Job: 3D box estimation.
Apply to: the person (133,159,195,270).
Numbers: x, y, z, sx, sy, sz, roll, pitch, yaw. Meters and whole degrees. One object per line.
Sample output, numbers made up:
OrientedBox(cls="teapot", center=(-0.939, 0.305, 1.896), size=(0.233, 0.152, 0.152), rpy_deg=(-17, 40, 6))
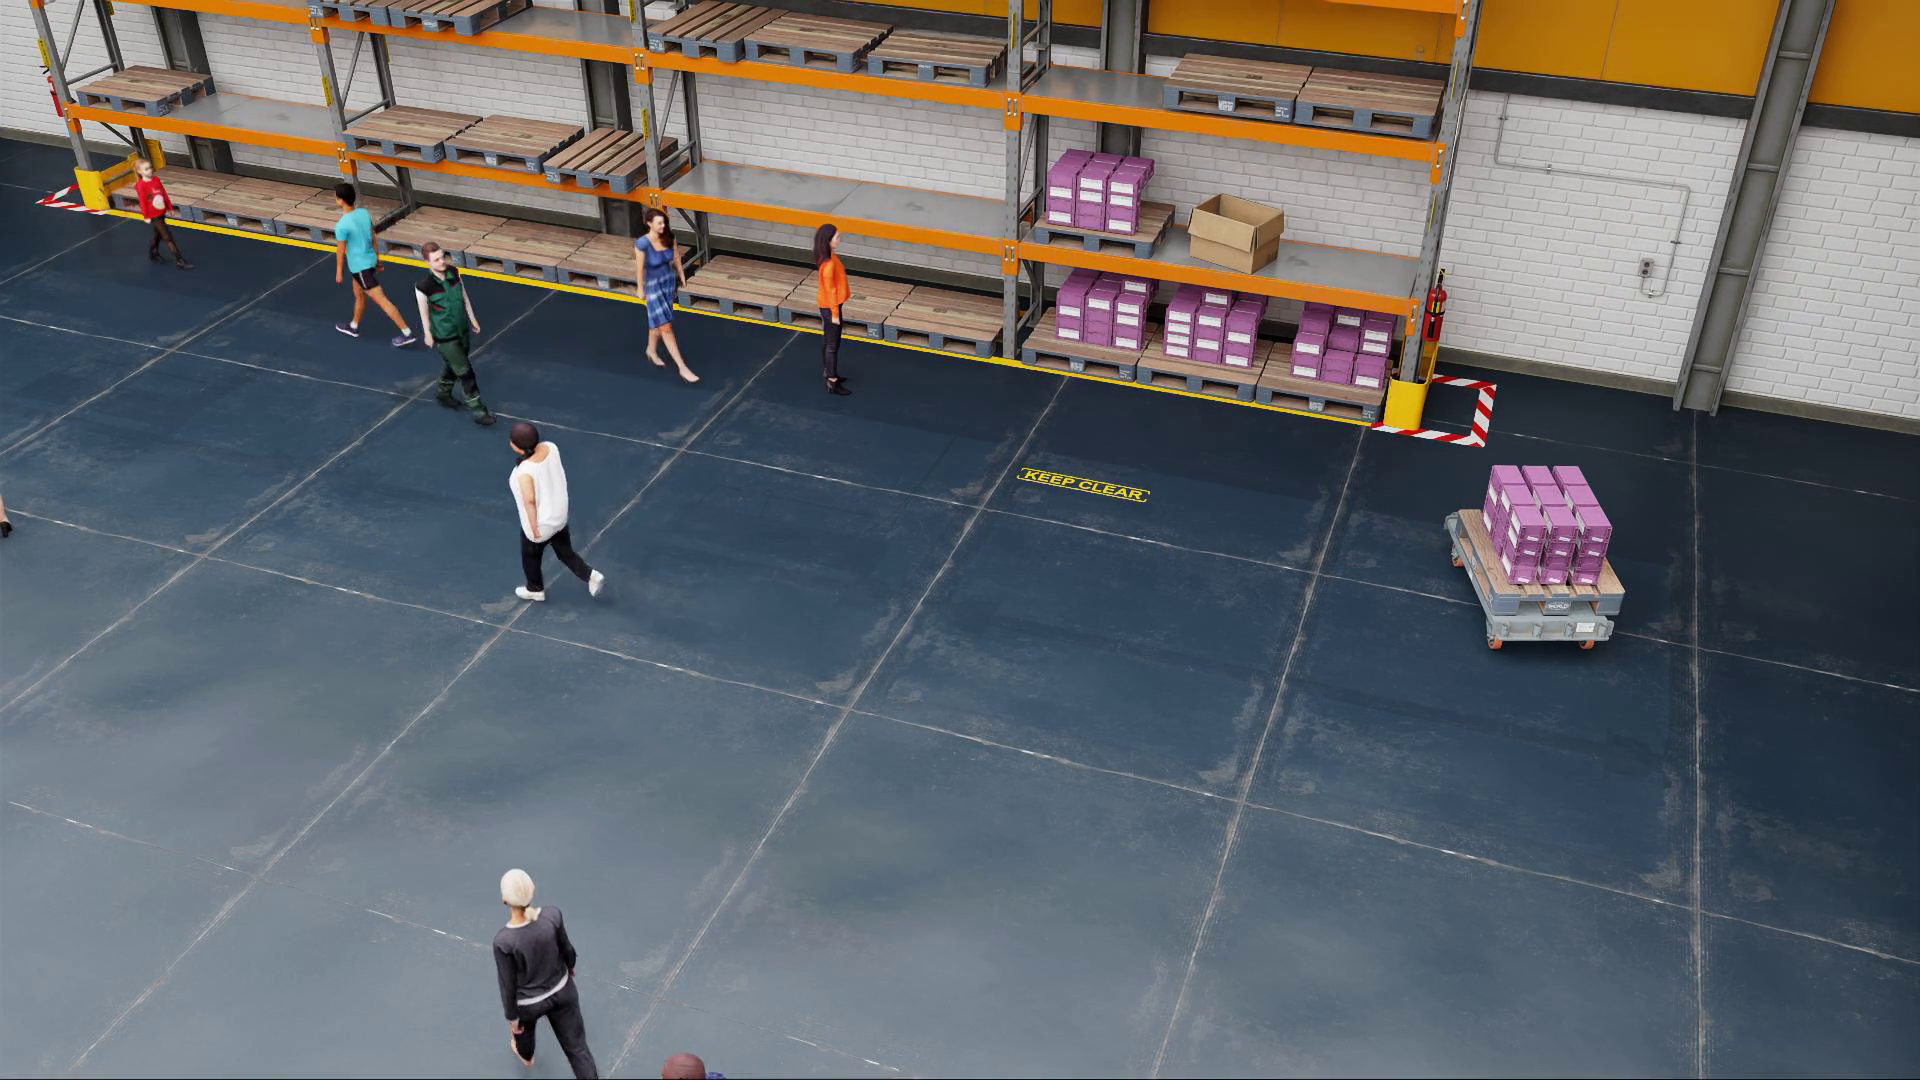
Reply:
OrientedBox(cls="person", center=(-9.160, -3.705, 18.876), size=(0.895, 1.256, 0.516), rpy_deg=(10, 35, 15))

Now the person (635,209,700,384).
OrientedBox(cls="person", center=(-3.041, -2.450, 16.537), size=(1.184, 1.756, 0.865), rpy_deg=(23, 40, 30))

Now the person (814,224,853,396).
OrientedBox(cls="person", center=(-1.267, -2.269, 16.271), size=(0.718, 1.750, 0.707), rpy_deg=(-5, 34, -8))

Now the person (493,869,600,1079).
OrientedBox(cls="person", center=(-2.253, 2.528, 9.118), size=(1.027, 1.679, 1.203), rpy_deg=(-23, 40, -30))

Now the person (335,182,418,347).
OrientedBox(cls="person", center=(-6.027, -2.769, 17.047), size=(1.194, 1.722, 0.687), rpy_deg=(10, 35, 14))

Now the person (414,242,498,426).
OrientedBox(cls="person", center=(-4.885, -1.992, 15.803), size=(1.173, 1.805, 0.808), rpy_deg=(19, 38, 26))

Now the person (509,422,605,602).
OrientedBox(cls="person", center=(-3.277, -0.202, 13.240), size=(0.983, 1.662, 0.681), rpy_deg=(13, 36, 18))
